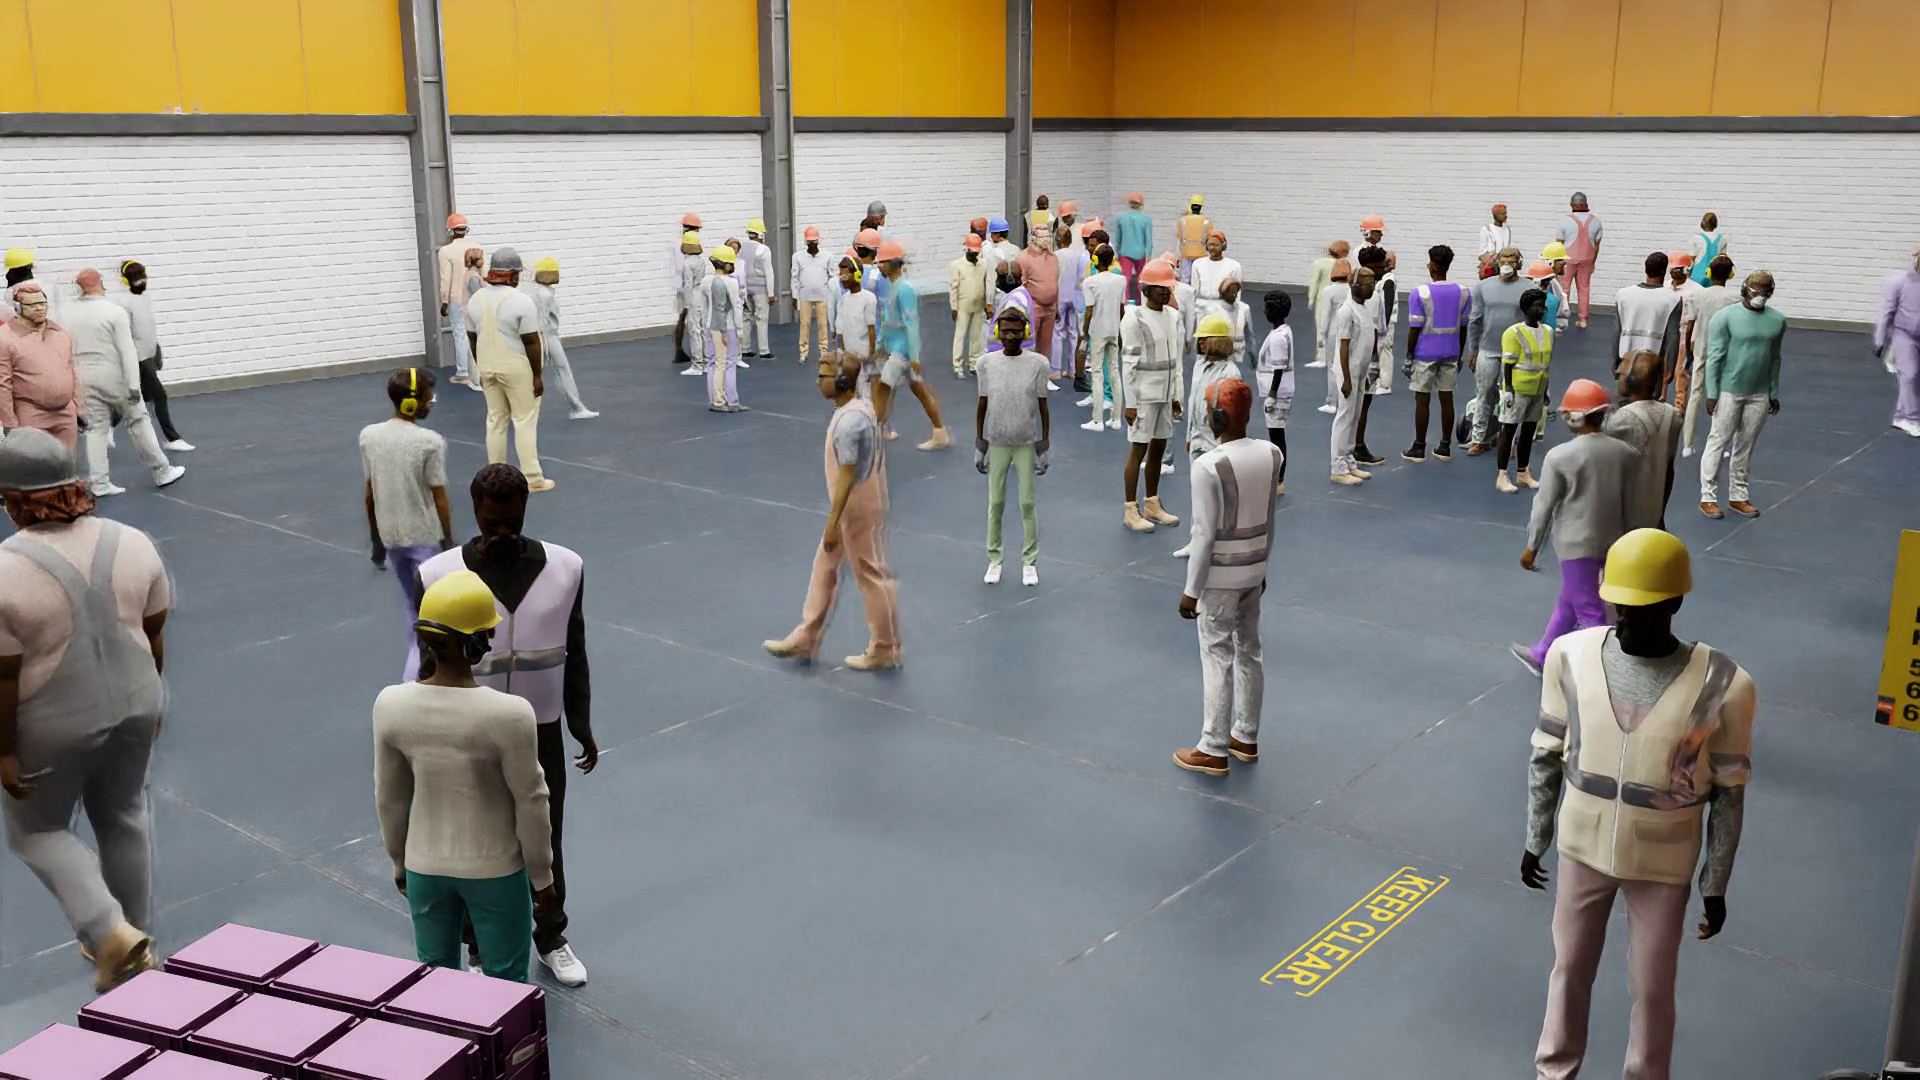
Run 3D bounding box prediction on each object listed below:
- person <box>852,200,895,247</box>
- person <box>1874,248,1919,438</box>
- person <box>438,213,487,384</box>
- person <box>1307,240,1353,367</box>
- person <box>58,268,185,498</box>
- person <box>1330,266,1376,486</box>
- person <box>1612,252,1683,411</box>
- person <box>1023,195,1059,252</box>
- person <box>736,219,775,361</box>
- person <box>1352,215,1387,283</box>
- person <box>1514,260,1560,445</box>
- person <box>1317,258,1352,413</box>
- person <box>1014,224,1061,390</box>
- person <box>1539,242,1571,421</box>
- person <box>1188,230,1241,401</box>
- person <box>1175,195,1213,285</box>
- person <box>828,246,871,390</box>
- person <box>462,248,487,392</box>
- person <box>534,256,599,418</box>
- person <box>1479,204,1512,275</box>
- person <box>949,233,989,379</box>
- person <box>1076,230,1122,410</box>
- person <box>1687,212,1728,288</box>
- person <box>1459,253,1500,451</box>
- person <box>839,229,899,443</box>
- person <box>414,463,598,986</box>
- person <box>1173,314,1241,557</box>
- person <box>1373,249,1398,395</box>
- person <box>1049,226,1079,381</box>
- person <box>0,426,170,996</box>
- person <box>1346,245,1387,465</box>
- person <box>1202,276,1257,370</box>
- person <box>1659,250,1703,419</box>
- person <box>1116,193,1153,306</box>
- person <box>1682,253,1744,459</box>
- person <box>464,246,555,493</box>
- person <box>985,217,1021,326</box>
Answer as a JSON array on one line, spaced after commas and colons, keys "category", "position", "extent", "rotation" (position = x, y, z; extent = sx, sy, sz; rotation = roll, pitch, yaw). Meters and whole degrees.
[{"category": "person", "position": [-1.053, -3.433, 21.894], "extent": [0.678, 2.000, 0.537], "rotation": [11, 18, 37]}, {"category": "person", "position": [9.418, -1.936, 16.267], "extent": [0.754, 1.852, 0.818], "rotation": [1, 14, 3]}, {"category": "person", "position": [-5.874, -2.850, 19.654], "extent": [0.394, 1.992, 0.622], "rotation": [12, 18, 39]}, {"category": "person", "position": [4.677, -2.955, 20.892], "extent": [0.596, 1.597, 0.350], "rotation": [-2, 14, -8]}, {"category": "person", "position": [-7.027, -1.320, 13.833], "extent": [0.668, 1.859, 0.878], "rotation": [2, 14, 10]}, {"category": "person", "position": [3.357, -1.394, 14.142], "extent": [0.345, 1.846, 0.508], "rotation": [8, 16, 30]}, {"category": "person", "position": [6.108, -1.605, 14.862], "extent": [0.589, 1.911, 0.387], "rotation": [12, 18, 39]}, {"category": "person", "position": [1.389, -4.981, 28.516], "extent": [0.631, 1.836, 0.430], "rotation": [3, 14, 10]}, {"category": "person", "position": [-2.640, -3.245, 21.595], "extent": [0.589, 1.823, 0.404], "rotation": [10, 17, 33]}, {"category": "person", "position": [4.731, -2.768, 19.329], "extent": [0.376, 1.995, 0.612], "rotation": [9, 17, 31]}, {"category": "person", "position": [5.477, -1.784, 15.884], "extent": [0.330, 1.751, 0.564], "rotation": [11, 18, 38]}, {"category": "person", "position": [4.026, -2.163, 17.643], "extent": [0.503, 1.631, 0.283], "rotation": [-5, 15, -18]}, {"category": "person", "position": [0.910, -2.637, 18.985], "extent": [0.643, 1.908, 0.410], "rotation": [-12, 19, -40]}, {"category": "person", "position": [6.086, -2.157, 17.216], "extent": [0.404, 1.833, 0.590], "rotation": [6, 15, 22]}, {"category": "person", "position": [2.775, -2.436, 18.229], "extent": [0.574, 1.883, 0.355], "rotation": [6, 15, 22]}, {"category": "person", "position": [3.733, -4.547, 26.603], "extent": [0.587, 1.917, 0.400], "rotation": [2, 14, 8]}, {"category": "person", "position": [-1.127, -2.270, 17.843], "extent": [0.574, 1.741, 0.343], "rotation": [4, 15, 15]}, {"category": "person", "position": [-5.543, -2.524, 19.075], "extent": [0.310, 1.638, 0.523], "rotation": [-6, 15, -23]}, {"category": "person", "position": [-4.287, -2.076, 17.172], "extent": [0.931, 1.694, 0.501], "rotation": [-5, 15, -17]}, {"category": "person", "position": [7.785, -3.932, 24.204], "extent": [0.574, 1.884, 0.356], "rotation": [-8, 16, -28]}, {"category": "person", "position": [0.140, -2.812, 20.017], "extent": [0.563, 1.740, 0.352], "rotation": [-9, 16, -31]}, {"category": "person", "position": [1.528, -2.357, 17.839], "extent": [0.383, 1.918, 0.591], "rotation": [-7, 16, -26]}, {"category": "person", "position": [10.262, -3.582, 22.920], "extent": [0.500, 1.837, 0.362], "rotation": [0, 14, 1]}, {"category": "person", "position": [4.957, -1.756, 15.586], "extent": [0.374, 1.843, 0.573], "rotation": [9, 16, 31]}, {"category": "person", "position": [-0.866, -1.959, 16.003], "extent": [0.605, 2.042, 0.384], "rotation": [10, 17, 36]}, {"category": "person", "position": [-1.566, 0.661, 5.792], "extent": [0.587, 1.914, 0.392], "rotation": [-8, 16, -28]}, {"category": "person", "position": [1.728, -0.689, 11.531], "extent": [0.295, 1.744, 0.487], "rotation": [-8, 16, -29]}, {"category": "person", "position": [4.792, -2.463, 18.824], "extent": [0.312, 1.642, 0.512], "rotation": [1, 14, 6]}, {"category": "person", "position": [1.245, -2.824, 19.884], "extent": [0.511, 1.836, 0.357], "rotation": [-8, 16, -30]}, {"category": "person", "position": [-3.056, 0.601, 5.774], "extent": [0.662, 2.000, 0.680], "rotation": [8, 16, 30]}, {"category": "person", "position": [3.645, -1.664, 14.973], "extent": [0.368, 1.966, 0.603], "rotation": [-2, 14, -6]}, {"category": "person", "position": [2.573, -1.773, 16.159], "extent": [0.562, 1.601, 0.836], "rotation": [-7, 16, -27]}, {"category": "person", "position": [7.362, -2.106, 17.172], "extent": [0.342, 1.749, 0.573], "rotation": [-9, 17, -31]}, {"category": "person", "position": [2.804, -4.587, 26.710], "extent": [0.629, 1.939, 1.020], "rotation": [5, 15, 20]}, {"category": "person", "position": [6.868, -1.665, 15.175], "extent": [0.513, 1.872, 0.328], "rotation": [11, 18, 37]}, {"category": "person", "position": [-3.711, -1.418, 13.840], "extent": [0.688, 2.000, 0.536], "rotation": [7, 16, 25]}, {"category": "person", "position": [0.503, -2.874, 19.868], "extent": [0.418, 1.939, 0.606], "rotation": [11, 18, 37]}]
